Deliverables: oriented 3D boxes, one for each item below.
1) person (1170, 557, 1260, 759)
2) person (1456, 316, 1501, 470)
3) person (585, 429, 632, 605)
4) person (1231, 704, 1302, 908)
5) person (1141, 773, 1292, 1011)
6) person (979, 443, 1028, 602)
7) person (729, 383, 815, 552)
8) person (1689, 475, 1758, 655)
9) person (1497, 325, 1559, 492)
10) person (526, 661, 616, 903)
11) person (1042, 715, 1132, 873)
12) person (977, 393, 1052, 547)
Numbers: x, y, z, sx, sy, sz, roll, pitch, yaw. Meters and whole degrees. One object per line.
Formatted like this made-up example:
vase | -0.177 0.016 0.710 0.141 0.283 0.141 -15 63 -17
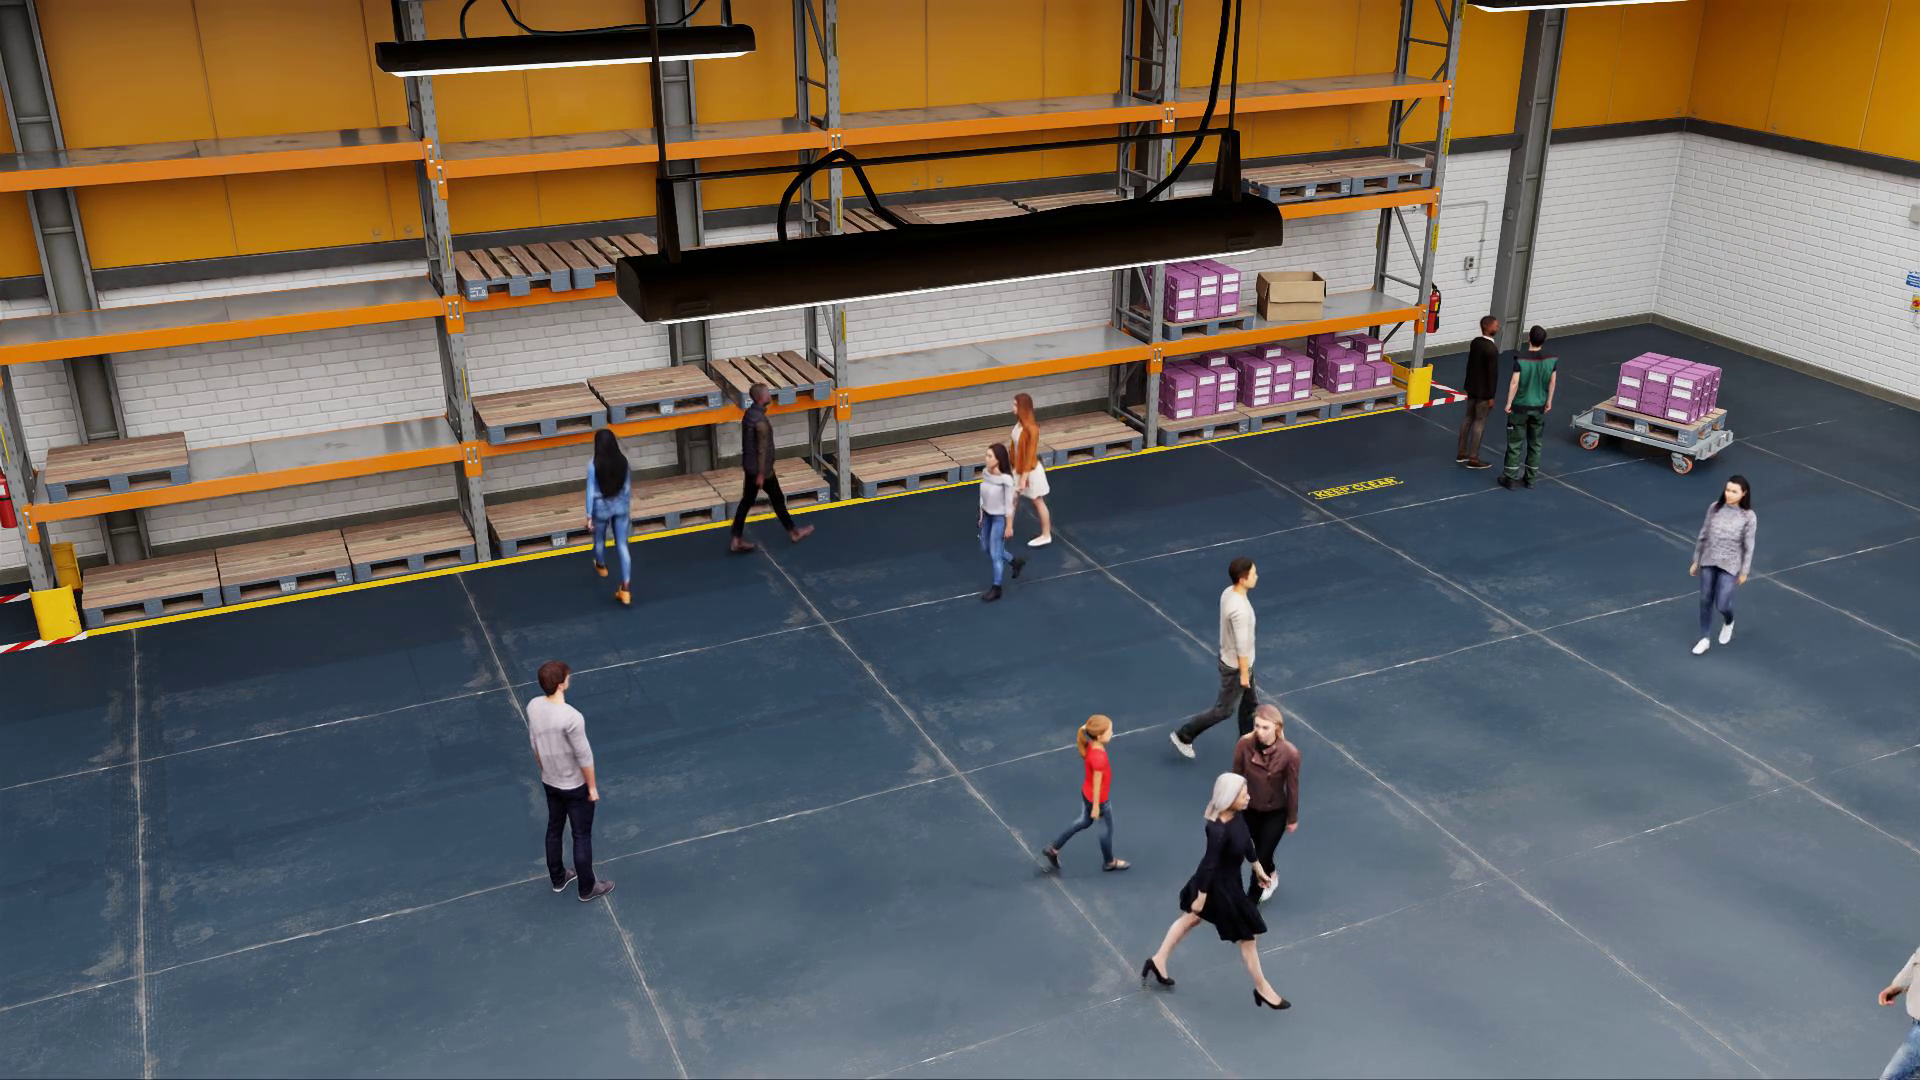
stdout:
person | 2.102 0.980 13.221 1.206 1.782 0.989 1 24 2
person | 6.069 -1.734 19.408 0.610 1.800 0.697 -6 24 -13
person | -3.324 -0.188 16.046 1.093 1.659 0.721 -13 27 -27
person | 2.105 1.848 11.402 1.015 1.649 1.199 15 28 30
person | 1.551 2.213 10.523 1.215 1.684 1.076 6 24 13
person | 0.422 -0.197 16.119 0.832 1.618 0.672 -15 28 -30
person | -2.142 -0.696 17.052 1.131 1.784 0.709 -11 26 -23
person | 6.933 0.209 15.064 0.771 1.719 0.714 -20 30 -37
person | 6.405 -1.498 18.743 0.641 1.901 0.807 -2 24 -4
person | -2.752 1.664 11.578 0.738 1.844 0.745 14 27 28
person | 0.902 1.831 11.892 0.924 1.288 0.646 -3 24 -8
person | 0.784 -0.704 17.193 1.033 1.685 0.694 -8 25 -18
